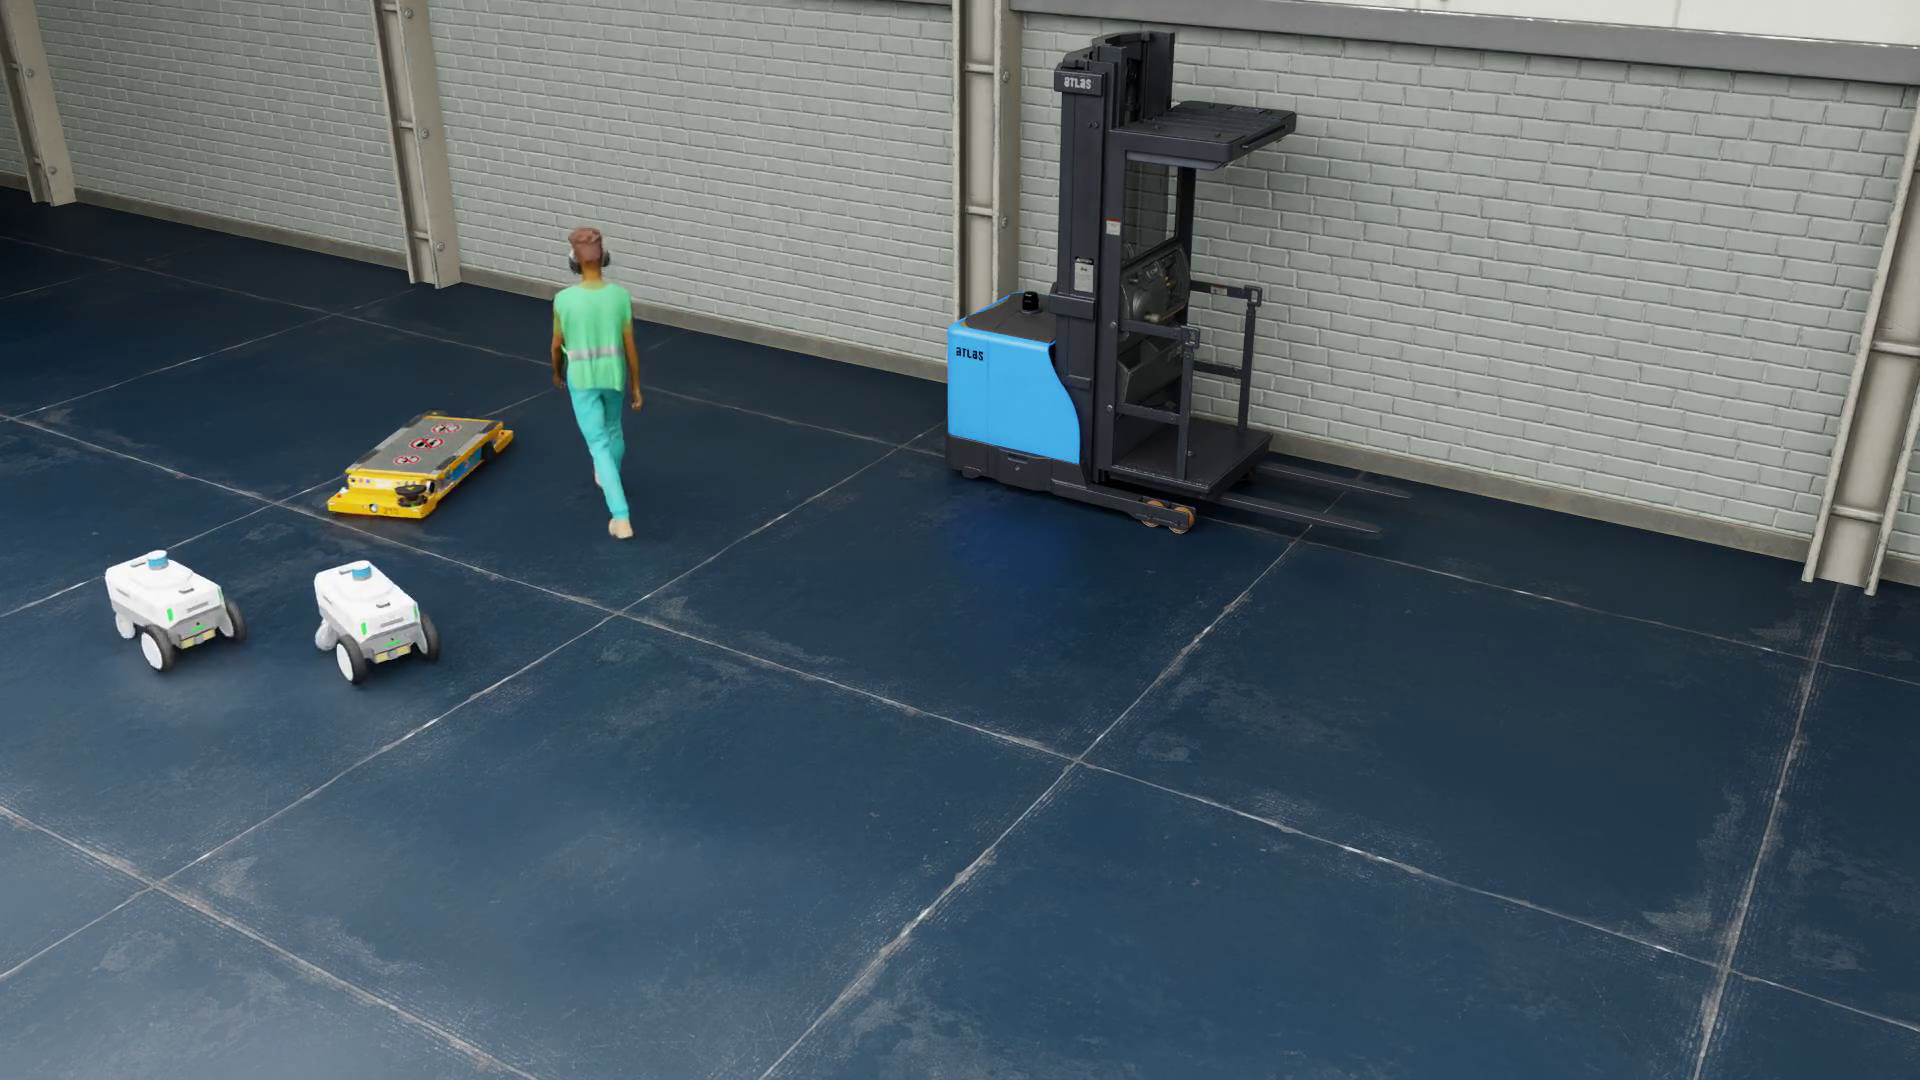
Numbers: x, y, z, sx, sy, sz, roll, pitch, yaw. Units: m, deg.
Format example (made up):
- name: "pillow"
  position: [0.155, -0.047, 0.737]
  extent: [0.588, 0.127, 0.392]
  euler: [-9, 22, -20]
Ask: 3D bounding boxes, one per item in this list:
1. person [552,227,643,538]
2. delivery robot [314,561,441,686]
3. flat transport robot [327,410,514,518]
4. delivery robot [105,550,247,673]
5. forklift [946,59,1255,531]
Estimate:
- name: "person"
  position: [-2.287, -1.024, 10.495]
  extent: [0.485, 1.919, 1.052]
  euler: [-14, 29, -28]
- name: "delivery robot"
  position: [-3.229, 0.405, 9.059]
  extent: [0.524, 0.587, 0.737]
  euler: [-19, 32, -35]
- name: "flat transport robot"
  position: [-3.664, -0.530, 11.378]
  extent: [0.659, 0.231, 1.431]
  euler: [5, 26, 9]
- name: "delivery robot"
  position: [-4.366, 0.359, 9.184]
  extent: [0.814, 0.611, 0.499]
  euler: [18, 31, 34]
- name: "forklift"
  position: [0.933, -1.707, 10.833]
  extent: [1.873, 2.768, 1.129]
  euler: [15, 29, 28]
